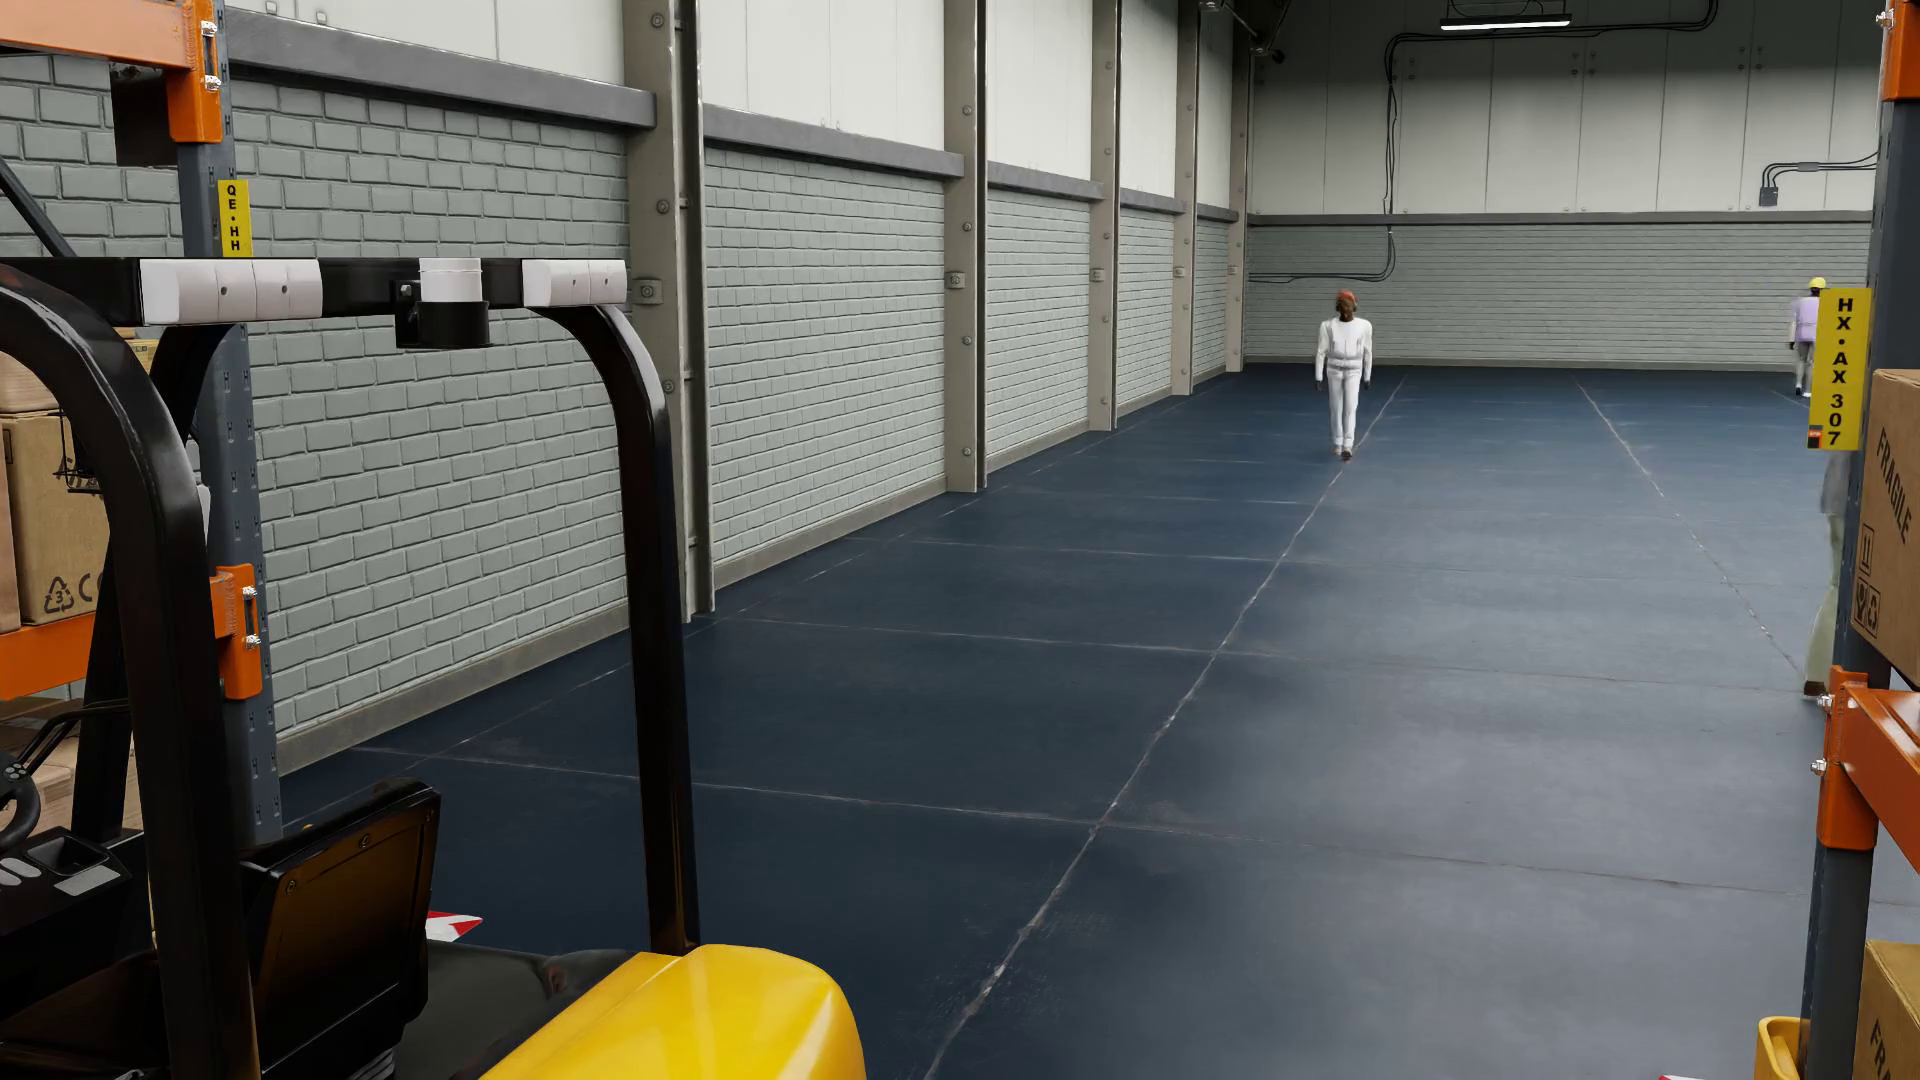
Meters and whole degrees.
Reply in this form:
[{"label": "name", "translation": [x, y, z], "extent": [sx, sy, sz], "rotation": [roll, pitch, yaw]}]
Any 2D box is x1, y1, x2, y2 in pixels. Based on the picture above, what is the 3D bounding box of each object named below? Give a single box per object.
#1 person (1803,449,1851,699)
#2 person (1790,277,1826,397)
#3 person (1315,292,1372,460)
[{"label": "person", "translation": [4.346, -0.072, 8.021], "extent": [0.338, 1.832, 0.676], "rotation": [2, 10, 9]}, {"label": "person", "translation": [13.581, -3.223, 26.517], "extent": [0.437, 1.909, 0.609], "rotation": [-9, 13, -44]}, {"label": "person", "translation": [4.217, -1.805, 18.321], "extent": [0.598, 1.824, 0.998], "rotation": [3, 10, 15]}]
